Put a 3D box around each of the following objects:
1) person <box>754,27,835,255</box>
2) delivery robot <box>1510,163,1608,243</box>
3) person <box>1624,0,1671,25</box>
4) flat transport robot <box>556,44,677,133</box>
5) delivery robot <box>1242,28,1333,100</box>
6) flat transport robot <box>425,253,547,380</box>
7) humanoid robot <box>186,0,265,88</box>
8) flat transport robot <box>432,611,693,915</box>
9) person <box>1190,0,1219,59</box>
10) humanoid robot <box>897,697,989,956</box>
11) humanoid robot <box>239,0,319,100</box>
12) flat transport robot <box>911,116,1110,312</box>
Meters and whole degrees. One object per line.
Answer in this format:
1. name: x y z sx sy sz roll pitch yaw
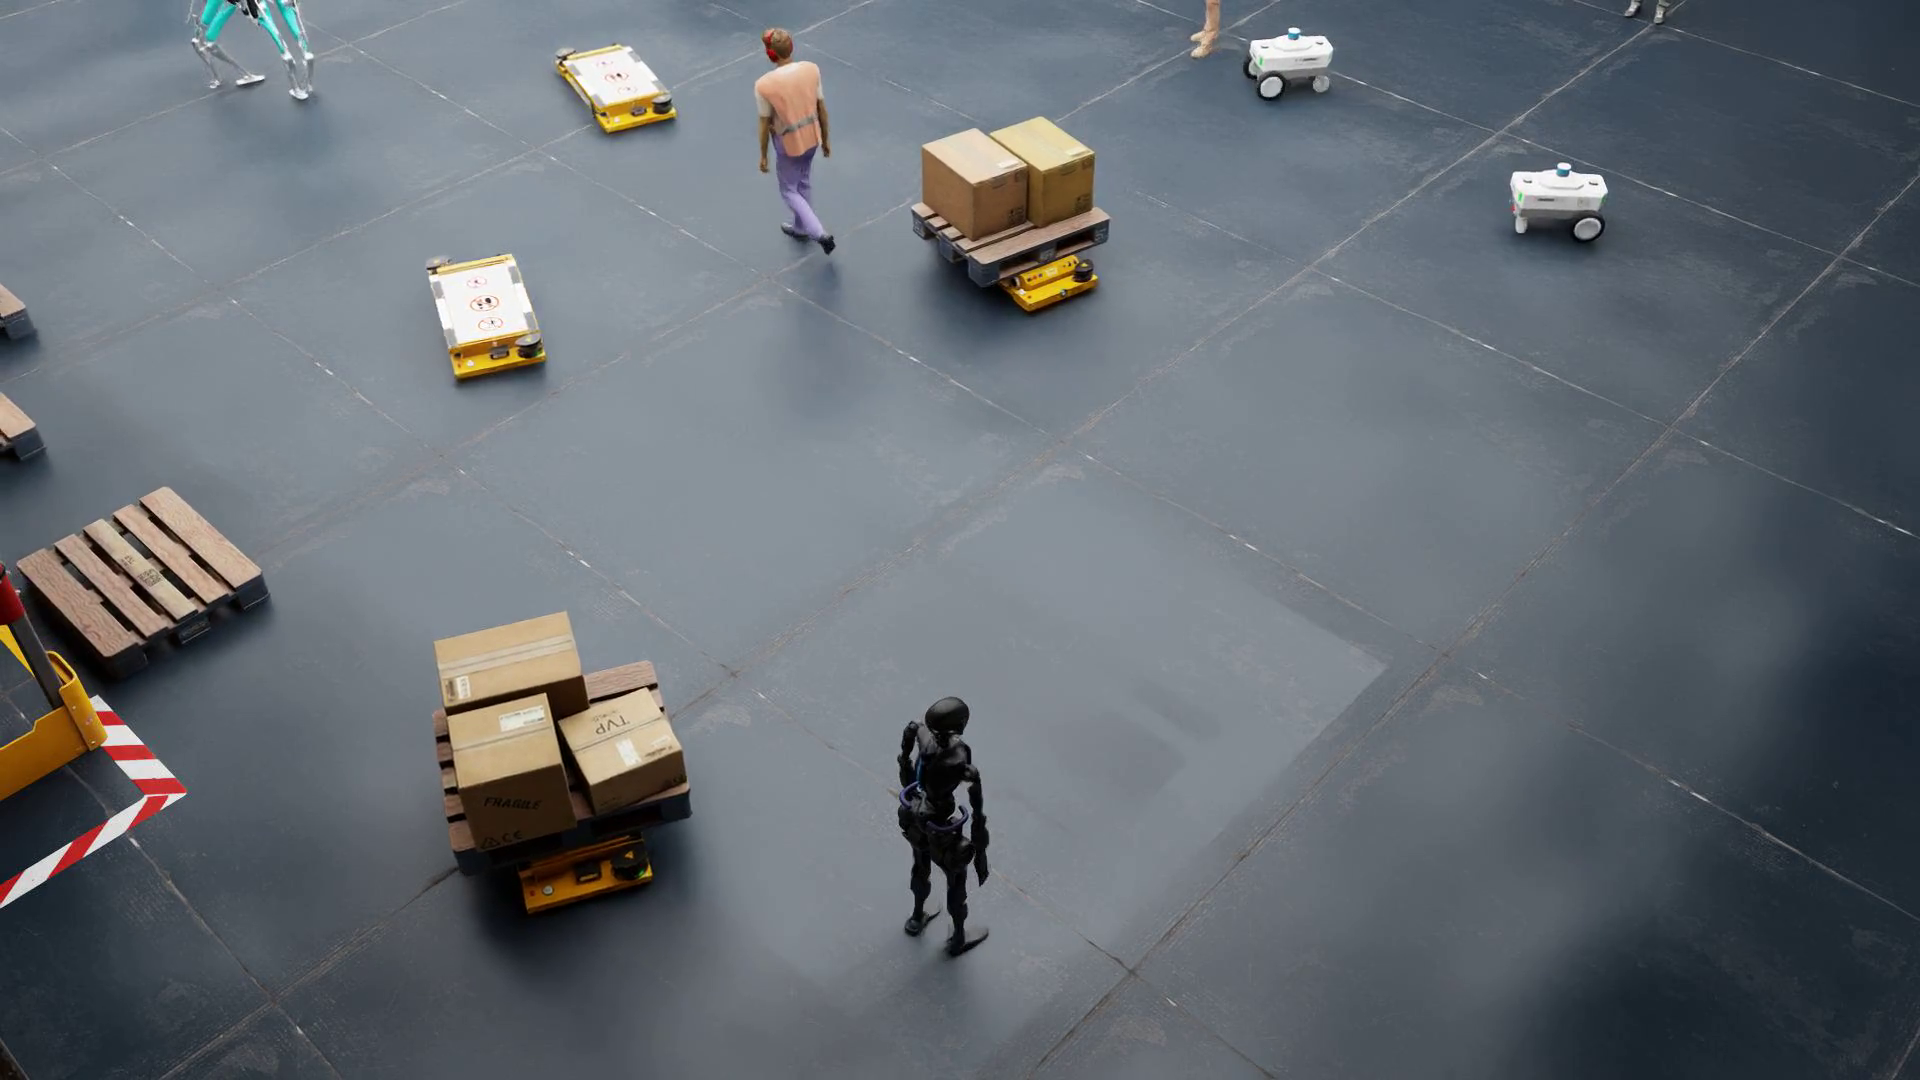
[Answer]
1. person: -1.218 -2.994 12.705 0.584 1.812 0.683 -34 52 -32
2. delivery robot: 4.801 -2.748 13.360 0.748 0.587 0.524 3 42 3
3. person: 6.784 -5.888 15.903 0.571 1.833 0.399 19 45 20
4. flat transport robot: -3.146 -4.146 15.134 0.659 0.231 1.431 -20 46 -21
5. delivery robot: 2.991 -4.361 15.165 0.801 0.602 0.499 -6 42 -7
6. flat transport robot: -3.560 -1.720 12.437 0.659 0.231 1.431 -15 44 -16
7. humanoid robot: -6.700 -4.832 14.803 0.531 1.790 0.783 24 47 24
8. flat transport robot: -2.136 1.344 9.032 0.659 0.231 1.431 -13 44 -14
9. person: 2.310 -5.340 15.392 0.518 1.711 0.650 33 52 31
10. humanoid robot: -0.098 1.358 7.961 0.313 1.656 0.609 -32 51 -31
11. humanoid robot: -6.010 -4.644 14.644 0.544 1.828 0.825 -27 49 -27
12. flat transport robot: 0.395 -2.292 13.074 0.659 0.231 1.431 -24 47 -24
